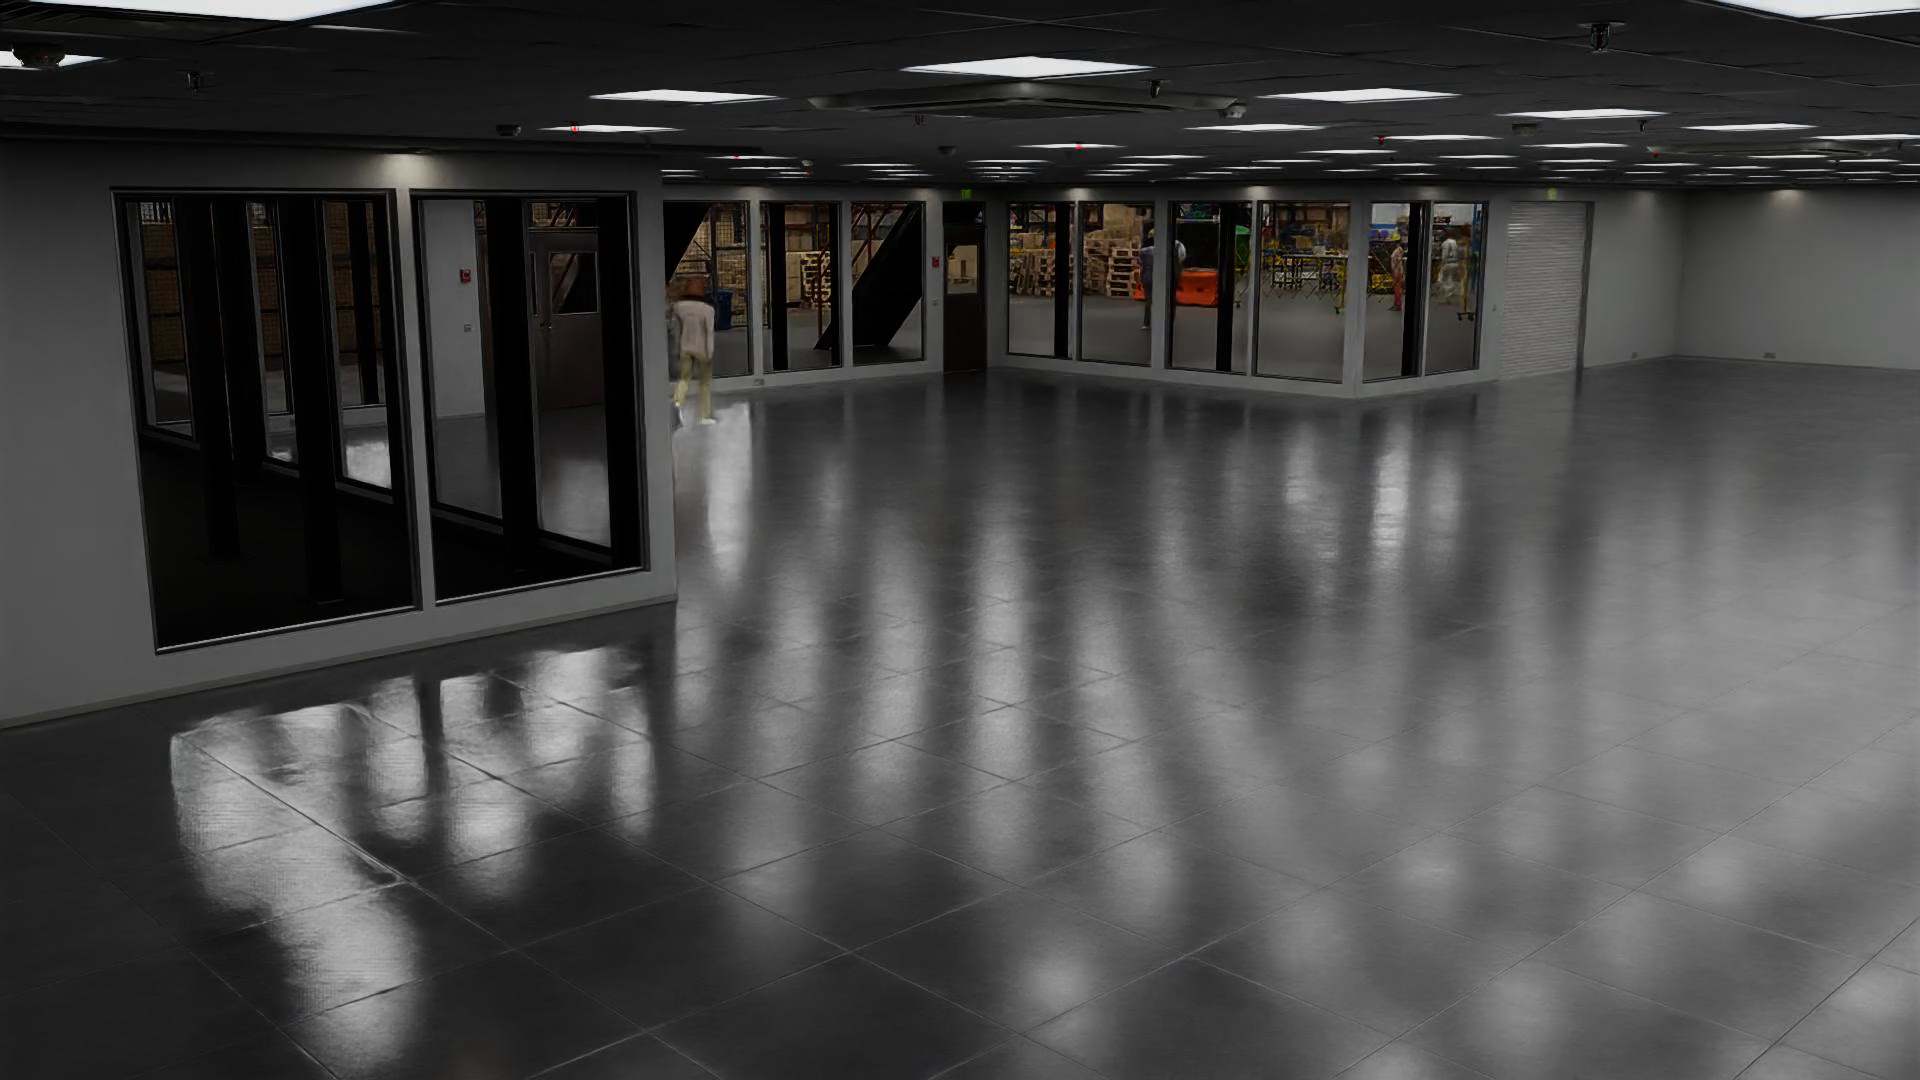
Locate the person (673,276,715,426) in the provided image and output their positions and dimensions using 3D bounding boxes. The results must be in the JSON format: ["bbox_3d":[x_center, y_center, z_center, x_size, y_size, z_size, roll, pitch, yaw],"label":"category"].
[{"bbox_3d":[-2.847,-1.995,17.690,0.497,1.616,0.663,3,12,15],"label":"person"}]

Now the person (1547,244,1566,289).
[{"bbox_3d":[17.033,-8.002,47.245,0.687,1.834,0.561,7,13,30],"label":"person"}]
